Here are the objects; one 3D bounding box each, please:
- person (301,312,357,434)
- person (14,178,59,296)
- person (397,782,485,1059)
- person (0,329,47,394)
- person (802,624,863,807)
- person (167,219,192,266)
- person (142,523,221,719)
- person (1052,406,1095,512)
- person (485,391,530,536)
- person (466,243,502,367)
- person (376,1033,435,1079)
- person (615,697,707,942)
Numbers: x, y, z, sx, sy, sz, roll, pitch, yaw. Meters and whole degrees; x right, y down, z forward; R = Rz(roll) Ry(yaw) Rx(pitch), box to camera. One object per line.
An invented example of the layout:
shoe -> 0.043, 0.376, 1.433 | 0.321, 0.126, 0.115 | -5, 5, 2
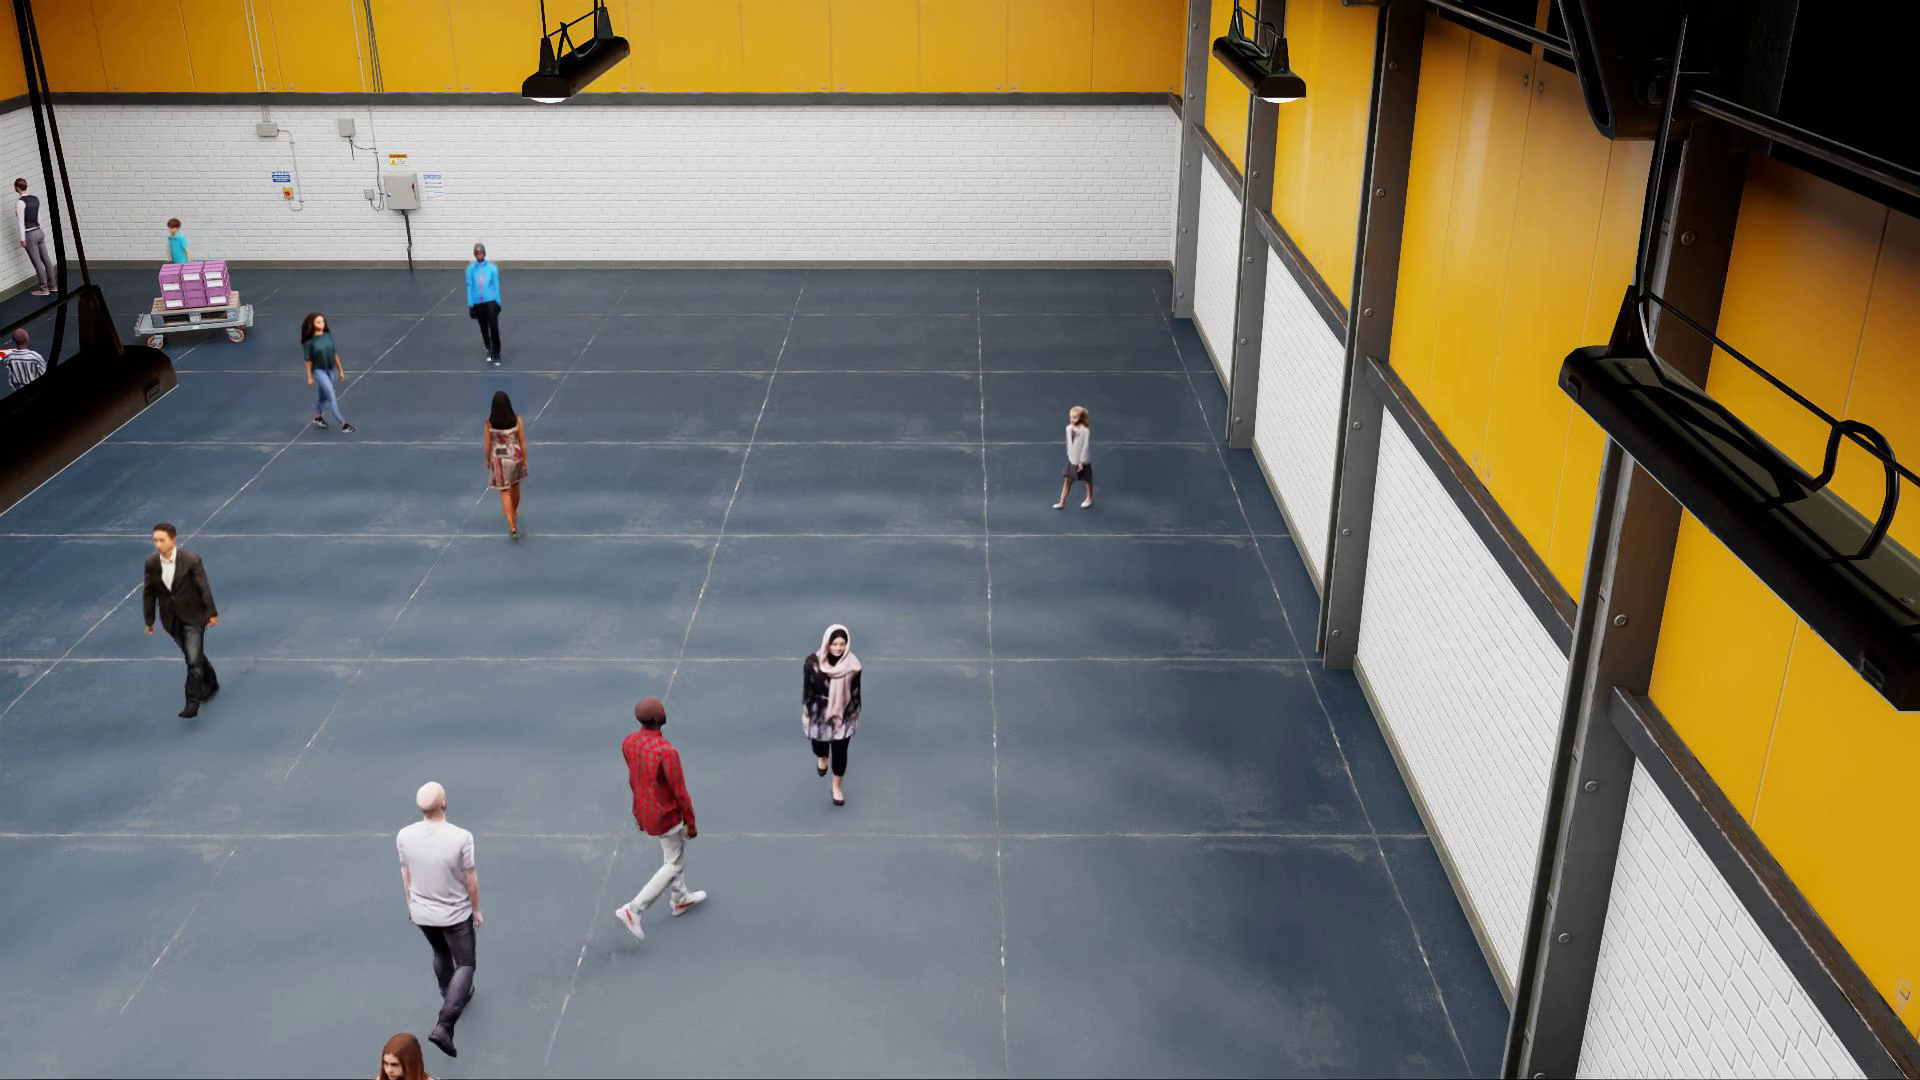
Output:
person -> -8.311, -2.170, 21.612 | 1.031, 1.569, 1.098 | 14, 27, 30
person -> -15.512, -5.096, 27.847 | 0.737, 1.936, 0.526 | 3, 24, 6
person -> -3.377, 2.460, 10.727 | 0.756, 1.804, 1.118 | 4, 24, 8
person -> -11.276, -1.703, 20.261 | 0.628, 1.795, 0.549 | -2, 24, -5
person -> -1.046, 1.366, 13.469 | 0.676, 1.612, 0.813 | 0, 24, -1
person -> -12.712, -4.575, 27.278 | 0.638, 1.436, 0.674 | 14, 27, 29
person -> -6.910, 0.650, 14.902 | 0.762, 1.776, 1.047 | 1, 24, 3
person -> 1.422, -0.945, 19.214 | 0.806, 1.244, 0.909 | 17, 29, 34
person -> -5.041, -0.832, 18.503 | 0.839, 1.608, 1.169 | -8, 25, -17
person -> -6.940, -3.473, 24.342 | 0.685, 1.769, 0.975 | -3, 24, -6
person -> -2.859, 3.292, 8.930 | 0.705, 1.718, 0.729 | 8, 25, 18
person -> -2.190, 1.985, 11.821 | 1.151, 1.798, 1.081 | -21, 31, -40
